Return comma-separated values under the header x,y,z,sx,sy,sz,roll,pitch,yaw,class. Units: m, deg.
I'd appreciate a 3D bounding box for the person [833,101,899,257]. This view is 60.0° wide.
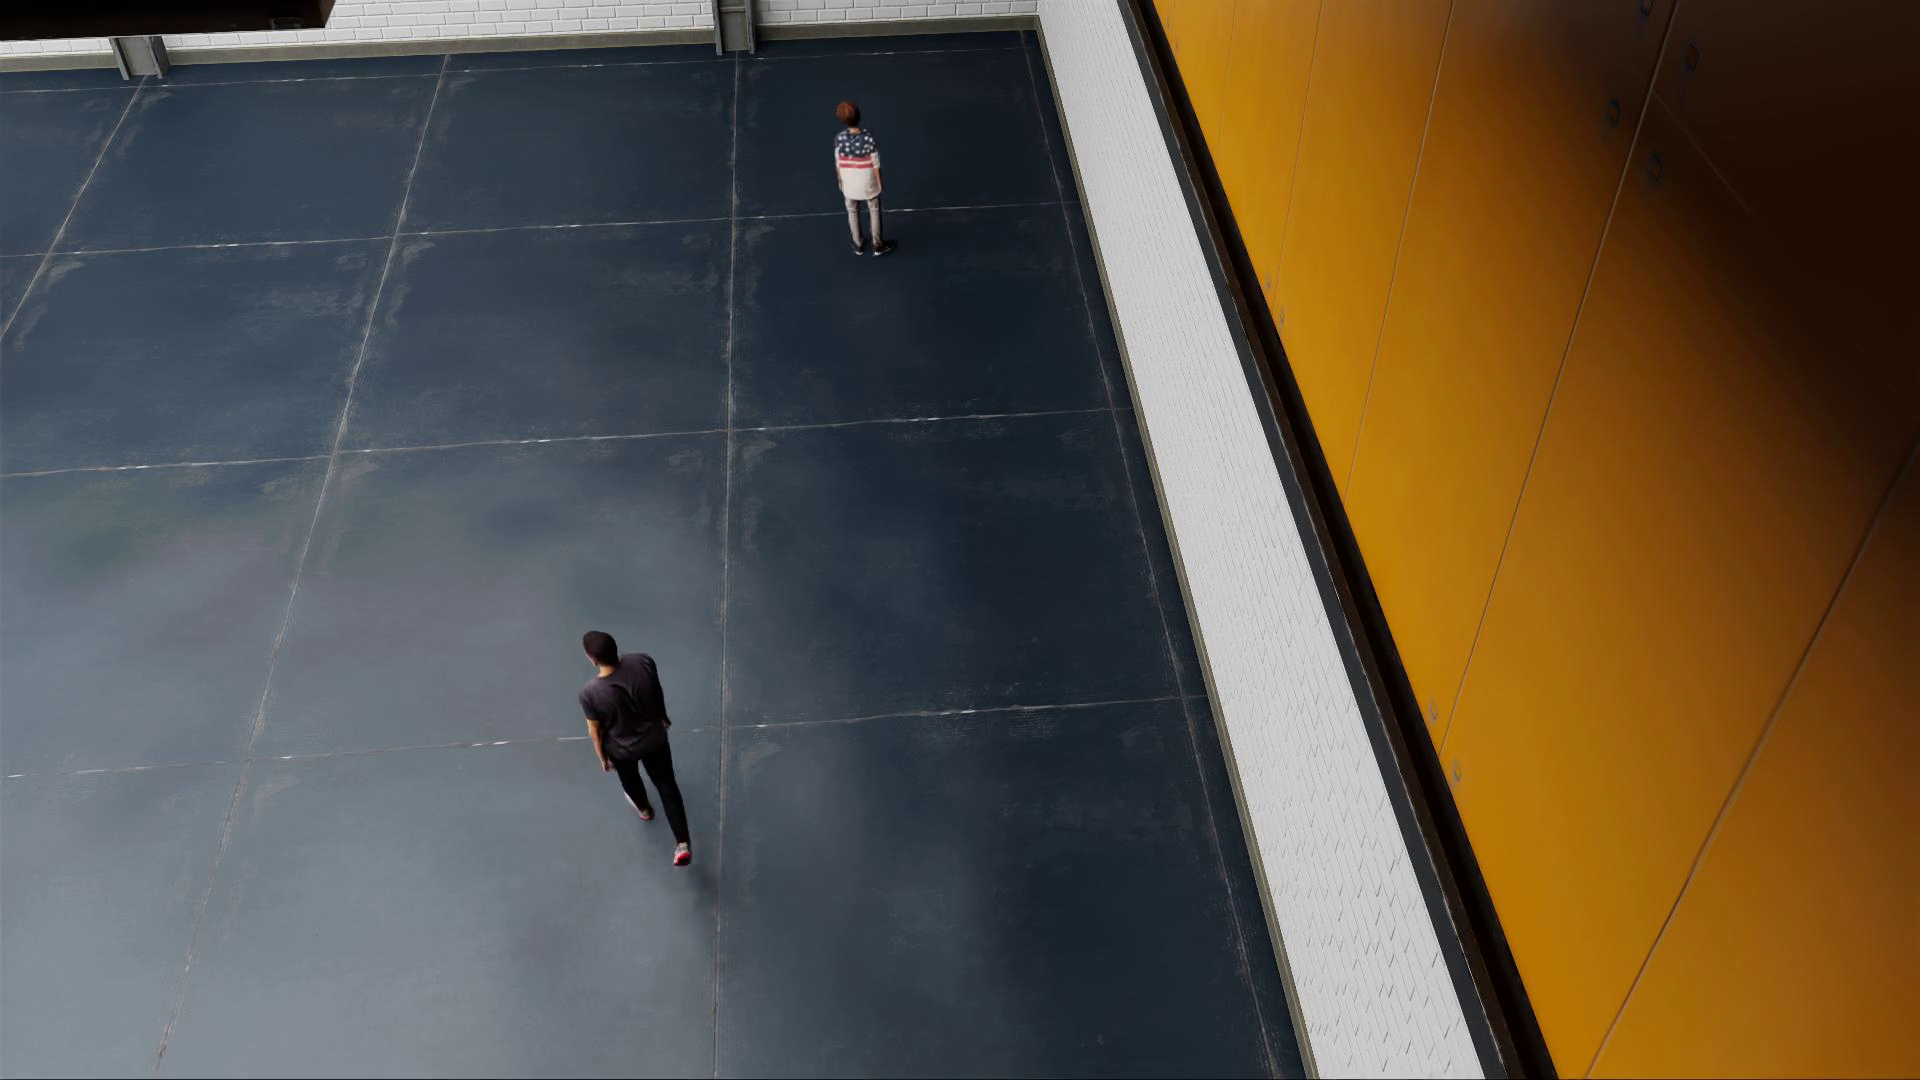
x,y,z,sx,sy,sz,roll,pitch,yaw,class
-0.840,-3.084,14.185,0.491,1.428,0.756,13,45,14,person

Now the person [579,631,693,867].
x,y,z,sx,sy,sz,roll,pitch,yaw,class
-1.812,1.192,9.475,1.128,1.734,1.035,-22,48,-22,person
